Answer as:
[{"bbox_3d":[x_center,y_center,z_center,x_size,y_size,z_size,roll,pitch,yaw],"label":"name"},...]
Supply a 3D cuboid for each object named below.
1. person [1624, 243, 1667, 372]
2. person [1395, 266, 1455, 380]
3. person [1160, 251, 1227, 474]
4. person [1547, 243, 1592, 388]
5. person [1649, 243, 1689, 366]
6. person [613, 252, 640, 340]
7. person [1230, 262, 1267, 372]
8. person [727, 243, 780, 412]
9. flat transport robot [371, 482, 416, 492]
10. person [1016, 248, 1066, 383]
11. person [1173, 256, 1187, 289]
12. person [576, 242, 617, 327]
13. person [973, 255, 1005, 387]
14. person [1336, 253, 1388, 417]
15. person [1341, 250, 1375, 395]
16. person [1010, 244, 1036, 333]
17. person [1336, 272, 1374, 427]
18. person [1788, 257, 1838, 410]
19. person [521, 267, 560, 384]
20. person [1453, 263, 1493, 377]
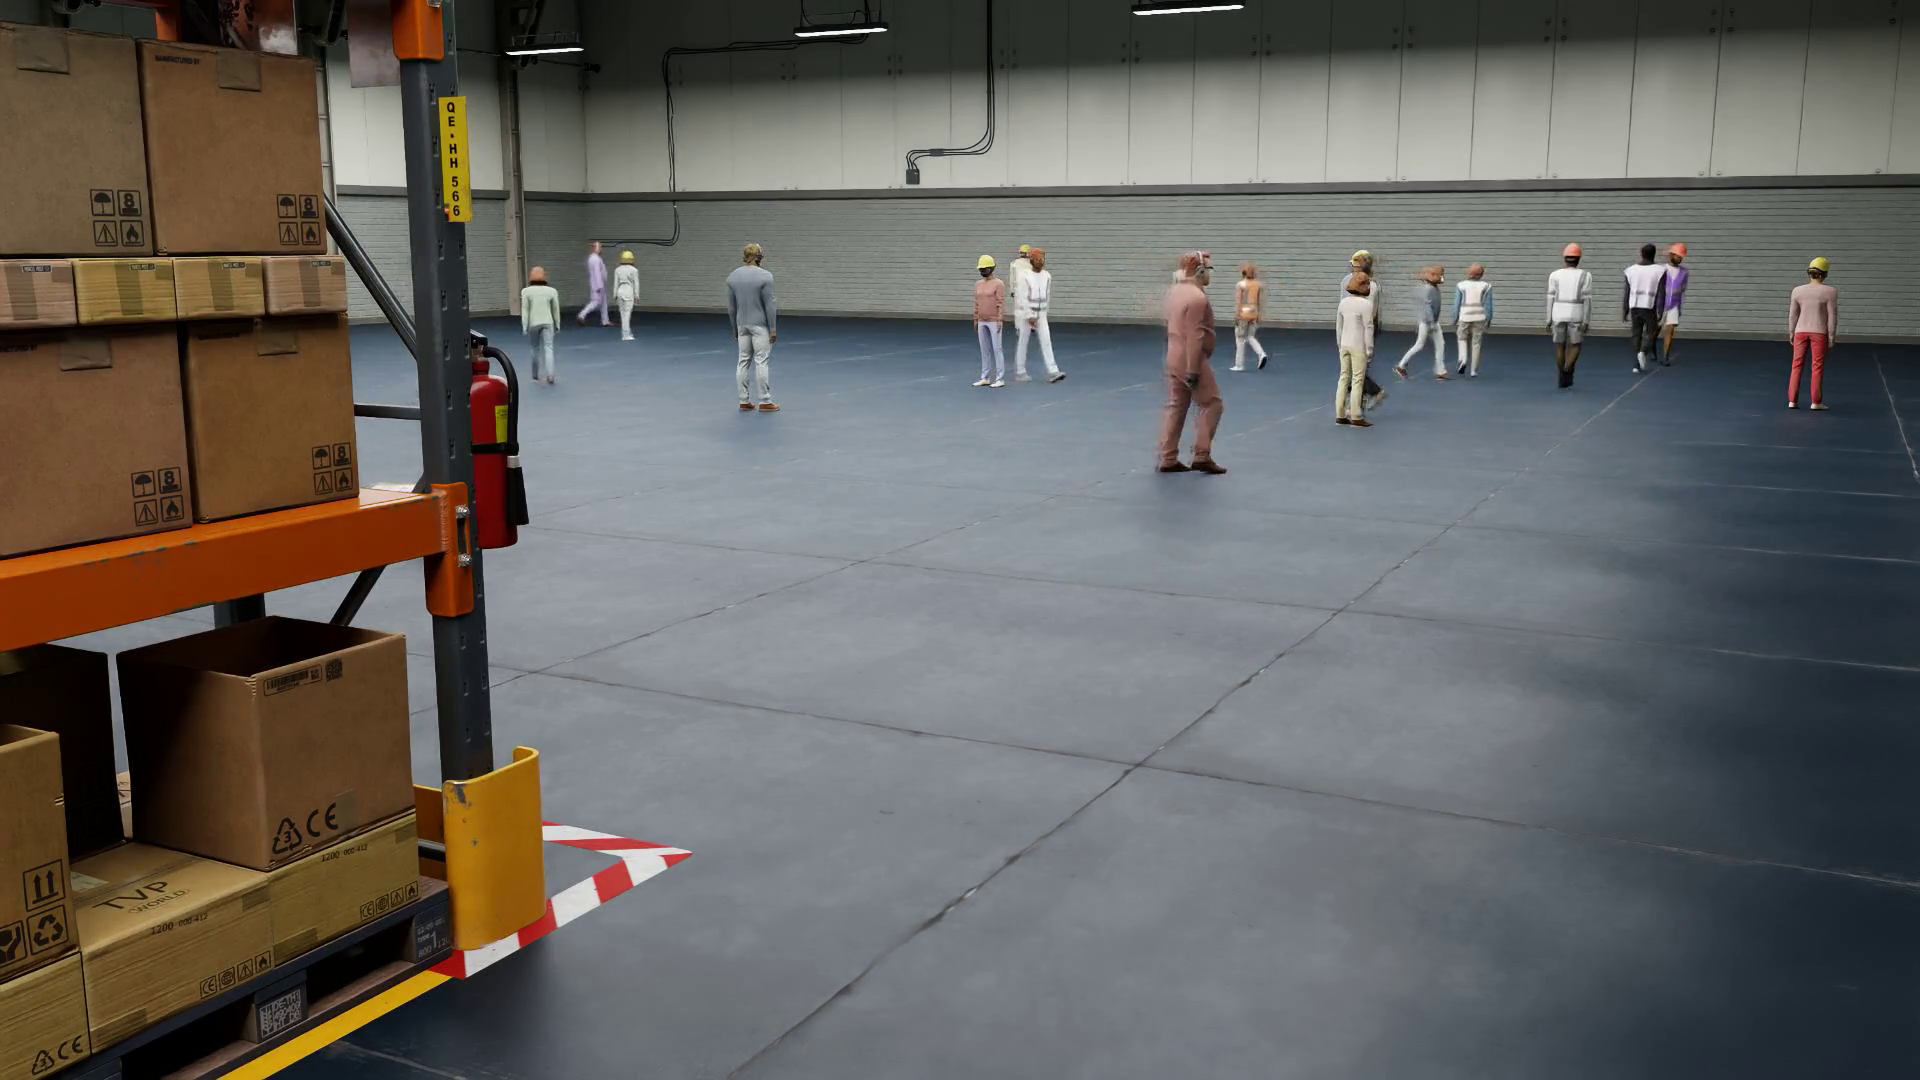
[{"bbox_3d":[10.097,-3.419,24.576,0.594,1.906,0.544,7,13,35],"label":"person"},{"bbox_3d":[6.552,-3.051,23.387,0.795,1.601,0.501,9,13,39],"label":"person"},{"bbox_3d":[2.029,-1.496,14.132,0.675,1.883,0.665,-3,11,-14],"label":"person"},{"bbox_3d":[8.006,-2.942,21.911,0.553,1.919,0.533,6,12,28],"label":"person"},{"bbox_3d":[11.036,-3.682,25.998,0.576,1.908,0.757,1,10,7],"label":"person"},{"bbox_3d":[-6.465,-4.755,32.430,0.506,1.696,0.746,4,11,18],"label":"person"},{"bbox_3d":[4.272,-3.296,24.631,0.531,1.623,0.522,-8,13,-37],"label":"person"},{"bbox_3d":[-2.365,-2.429,19.084,0.629,1.936,0.373,5,12,26],"label":"person"},{"bbox_3d":[-3.906,-0.220,11.571,0.652,0.197,1.431,-1,10,-8],"label":"flat transport robot"},{"bbox_3d":[1.064,-3.064,22.805,0.562,1.829,0.967,-6,12,-29],"label":"person"},{"bbox_3d":[4.207,-4.484,31.122,0.509,1.629,0.314,5,12,27],"label":"person"},{"bbox_3d":[-8.062,-5.636,36.722,0.820,1.882,0.650,-3,11,-18],"label":"person"},{"bbox_3d":[0.373,-2.919,22.236,0.521,1.761,0.333,9,14,41],"label":"person"},{"bbox_3d":[4.497,-2.269,18.495,0.510,1.828,0.519,-1,10,-5],"label":"person"},{"bbox_3d":[5.081,-2.764,21.184,0.403,1.833,0.591,-4,11,-20],"label":"person"},{"bbox_3d":[1.333,-5.190,34.424,0.599,1.827,0.403,4,11,20],"label":"person"},{"bbox_3d":[4.195,-2.018,17.656,0.270,1.632,0.504,-6,12,-28],"label":"person"},{"bbox_3d":[9.899,-2.386,19.307,0.311,1.768,0.532,-9,14,-41],"label":"person"},{"bbox_3d":[-5.747,-2.949,22.843,0.519,1.593,0.855,-4,11,-21],"label":"person"},{"bbox_3d":[7.352,-3.147,23.838,0.541,1.626,0.376,4,11,19],"label":"person"}]
